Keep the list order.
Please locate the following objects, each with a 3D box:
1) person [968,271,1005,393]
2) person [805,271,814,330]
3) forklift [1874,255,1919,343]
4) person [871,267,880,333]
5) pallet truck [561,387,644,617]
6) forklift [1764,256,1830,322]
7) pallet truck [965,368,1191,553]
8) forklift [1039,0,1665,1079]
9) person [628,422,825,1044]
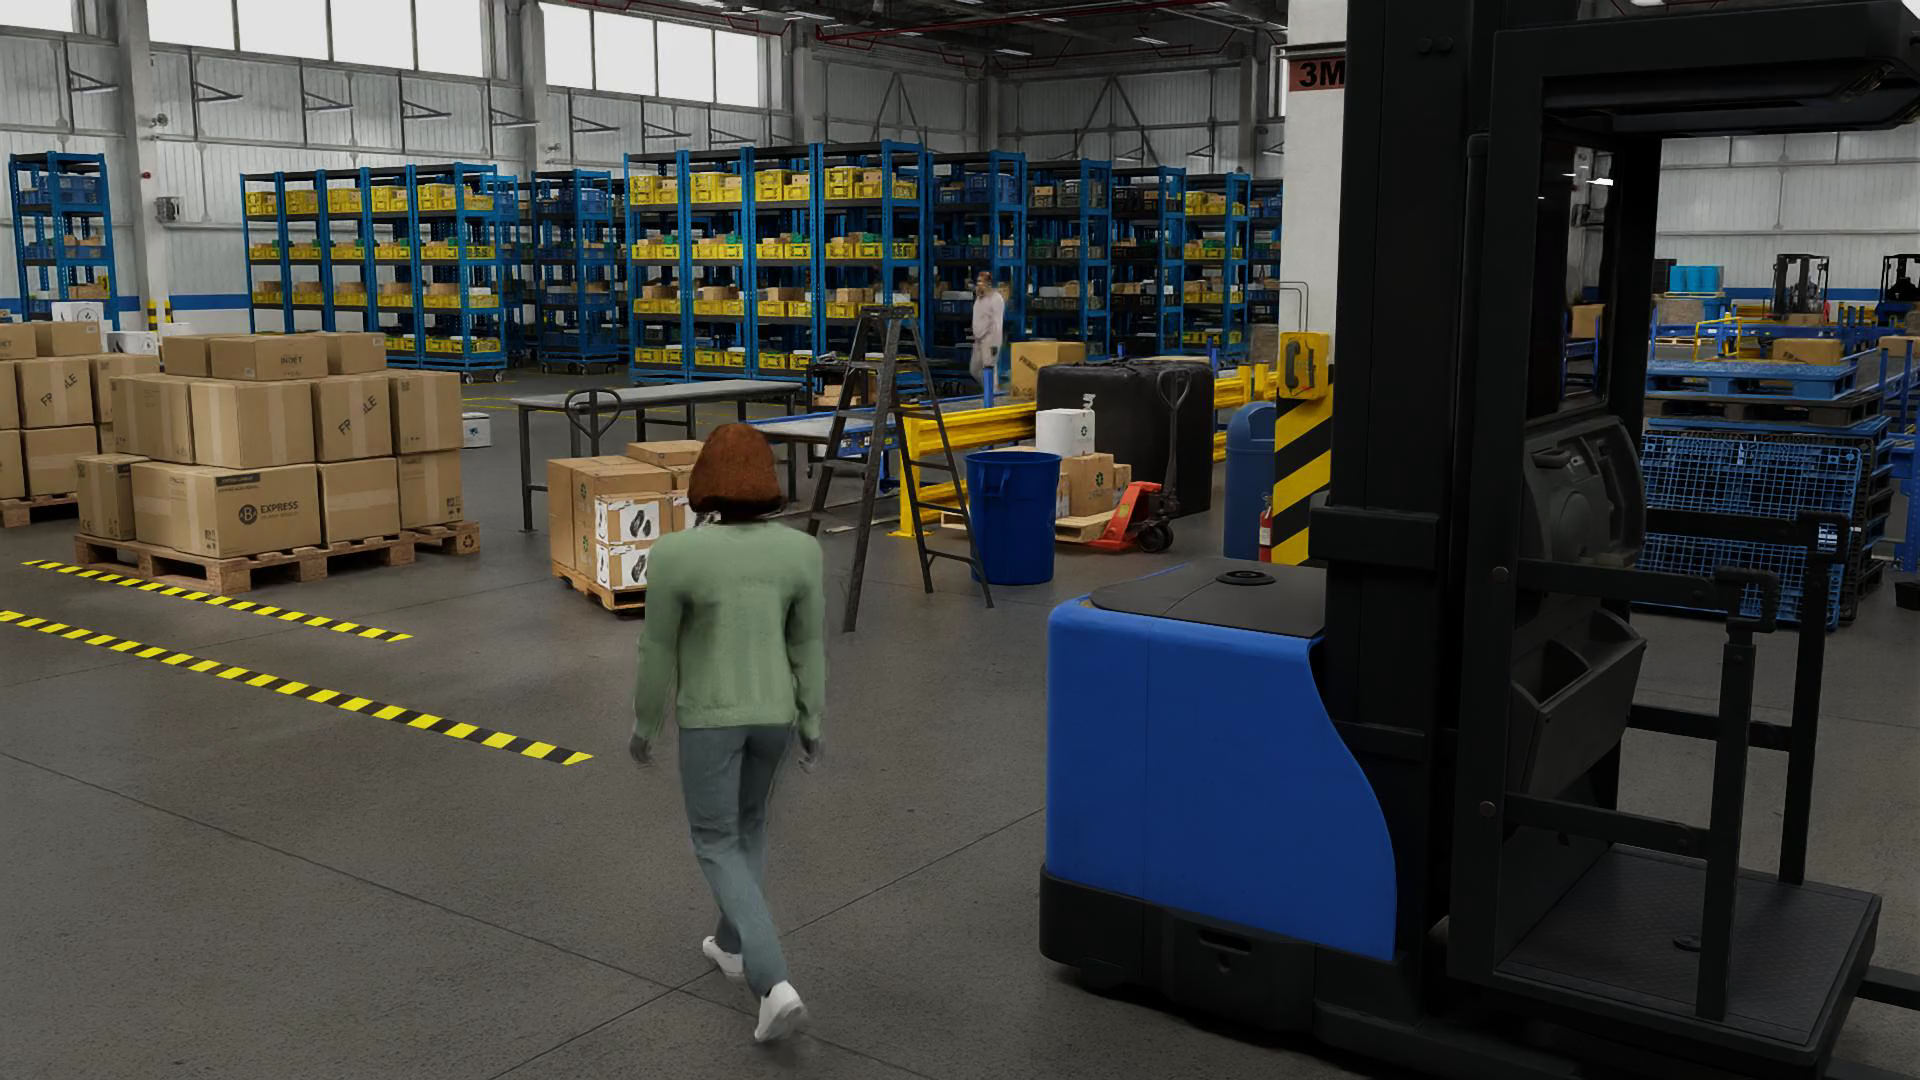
[{"bbox_3d":[0.359,-2.646,22.258,0.443,1.893,0.651,-5,11,-29],"label":"person"},{"bbox_3d":[-2.787,-4.212,31.726,0.390,1.838,0.563,0,10,-3],"label":"person"},{"bbox_3d":[22.089,-5.634,38.796,1.157,1.987,2.680,6,11,33],"label":"forklift"},{"bbox_3d":[-1.561,-4.055,30.363,0.508,1.975,0.642,6,11,30],"label":"person"},{"bbox_3d":[-1.981,-0.274,10.088,0.680,1.201,1.601,-5,11,-28],"label":"pallet truck"},{"bbox_3d":[20.253,-5.854,40.139,1.157,1.987,2.680,7,12,35],"label":"forklift"},{"bbox_3d":[0.845,-0.609,11.869,1.630,1.274,0.653,7,12,35],"label":"pallet truck"},{"bbox_3d":[1.249,-0.137,4.360,1.873,2.768,1.129,7,12,35],"label":"forklift"},{"bbox_3d":[-0.573,0.491,4.414,0.506,1.604,0.782,-6,11,-32],"label":"person"}]
